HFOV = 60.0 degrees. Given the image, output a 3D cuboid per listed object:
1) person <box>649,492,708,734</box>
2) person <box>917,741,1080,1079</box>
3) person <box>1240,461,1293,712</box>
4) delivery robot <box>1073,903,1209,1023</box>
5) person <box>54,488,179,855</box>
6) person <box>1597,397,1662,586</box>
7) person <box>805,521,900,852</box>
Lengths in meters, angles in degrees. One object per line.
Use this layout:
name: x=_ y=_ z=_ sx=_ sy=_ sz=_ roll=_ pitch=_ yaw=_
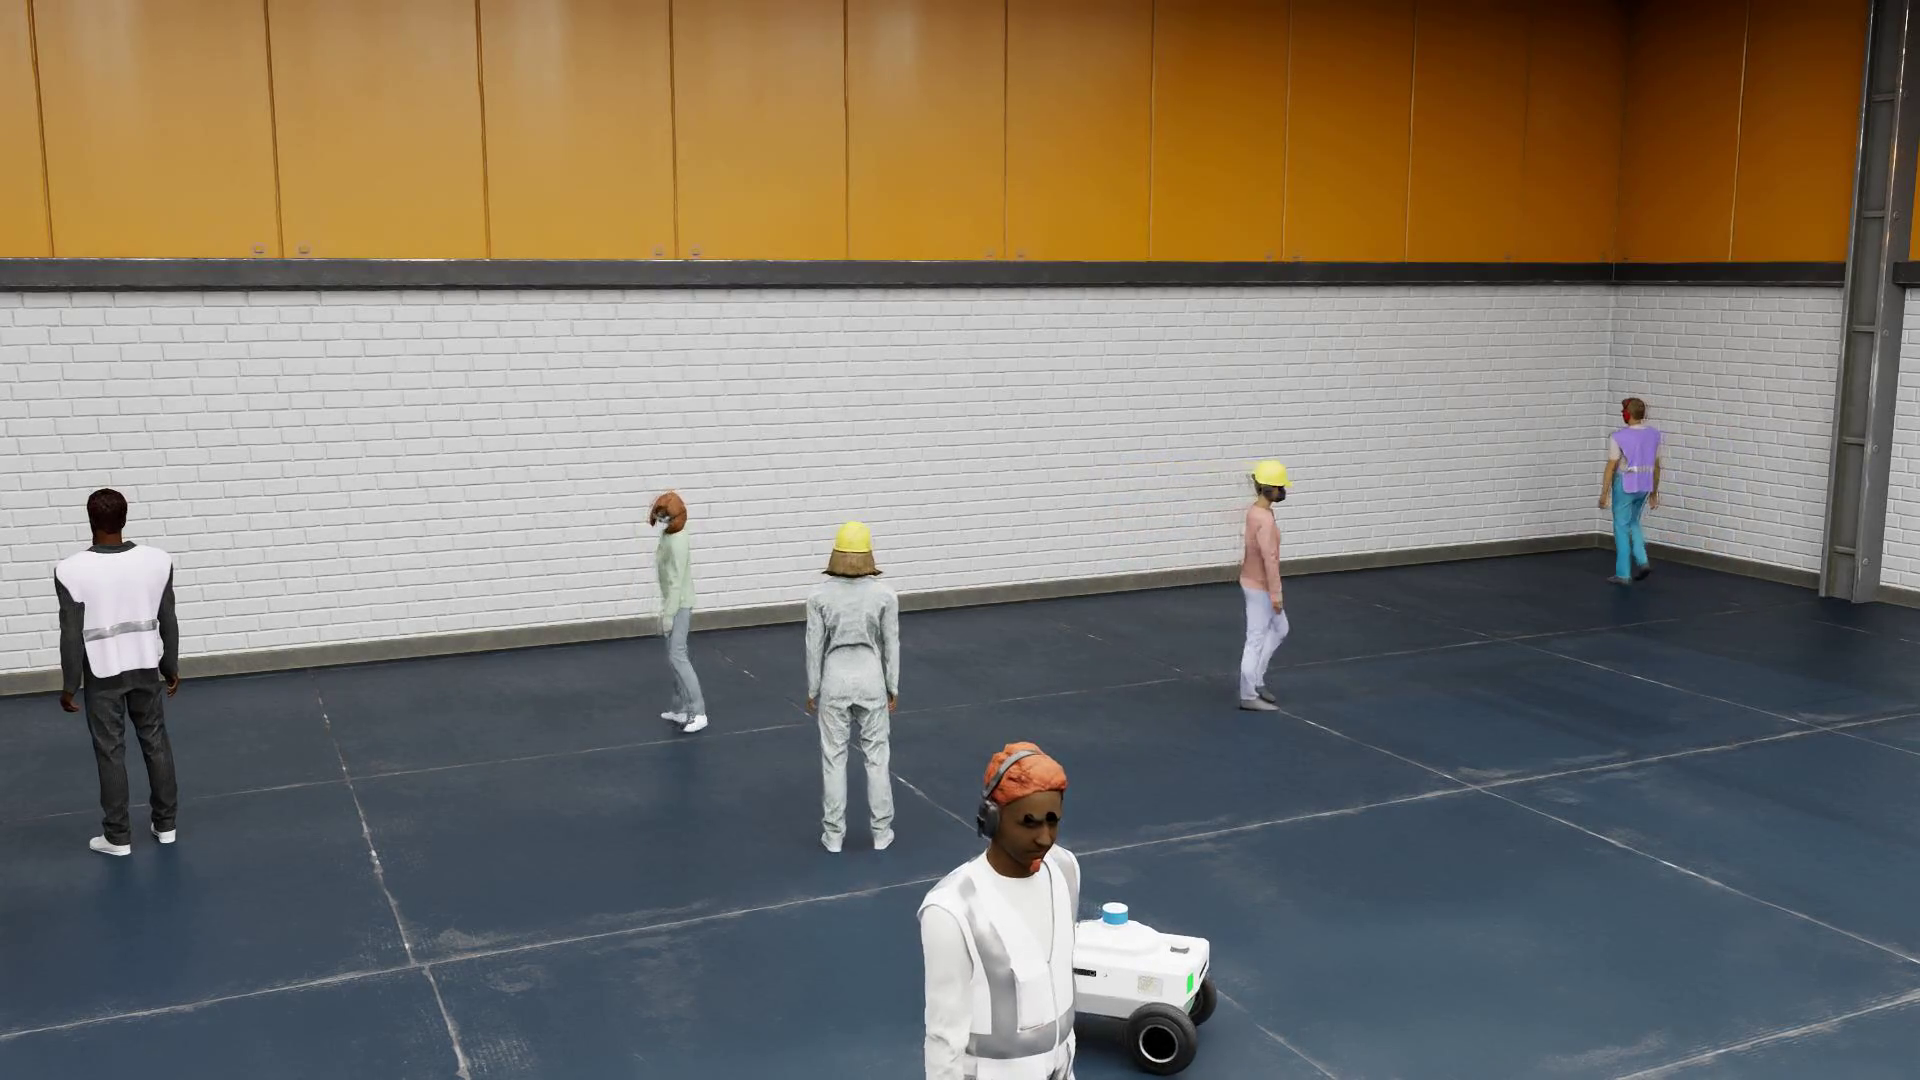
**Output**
person: x=-1.879 y=0.465 z=11.033 sx=0.338 sy=1.613 sz=0.599 roll=-2 pitch=9 yaw=-11
person: x=0.121 y=1.426 z=4.205 sx=0.360 sy=1.885 sz=0.575 roll=7 pitch=12 yaw=37
person: x=2.119 y=0.325 z=11.427 sx=0.426 sy=1.749 sz=0.560 roll=1 pitch=9 yaw=5
delivery robot: x=0.604 y=1.668 z=6.523 sx=0.707 sy=0.478 sz=0.477 roll=3 pitch=10 yaw=18
person: x=-4.377 y=0.686 z=8.689 sx=0.376 sy=1.917 sz=0.600 roll=8 pitch=12 yaw=40
person: x=6.473 y=-0.463 z=16.097 sx=0.572 sy=1.833 sz=0.445 roll=-4 pitch=10 yaw=-22
person: x=-0.562 y=0.767 z=8.733 sx=0.492 sy=1.742 sz=0.318 roll=-1 pitch=9 yaw=-6
